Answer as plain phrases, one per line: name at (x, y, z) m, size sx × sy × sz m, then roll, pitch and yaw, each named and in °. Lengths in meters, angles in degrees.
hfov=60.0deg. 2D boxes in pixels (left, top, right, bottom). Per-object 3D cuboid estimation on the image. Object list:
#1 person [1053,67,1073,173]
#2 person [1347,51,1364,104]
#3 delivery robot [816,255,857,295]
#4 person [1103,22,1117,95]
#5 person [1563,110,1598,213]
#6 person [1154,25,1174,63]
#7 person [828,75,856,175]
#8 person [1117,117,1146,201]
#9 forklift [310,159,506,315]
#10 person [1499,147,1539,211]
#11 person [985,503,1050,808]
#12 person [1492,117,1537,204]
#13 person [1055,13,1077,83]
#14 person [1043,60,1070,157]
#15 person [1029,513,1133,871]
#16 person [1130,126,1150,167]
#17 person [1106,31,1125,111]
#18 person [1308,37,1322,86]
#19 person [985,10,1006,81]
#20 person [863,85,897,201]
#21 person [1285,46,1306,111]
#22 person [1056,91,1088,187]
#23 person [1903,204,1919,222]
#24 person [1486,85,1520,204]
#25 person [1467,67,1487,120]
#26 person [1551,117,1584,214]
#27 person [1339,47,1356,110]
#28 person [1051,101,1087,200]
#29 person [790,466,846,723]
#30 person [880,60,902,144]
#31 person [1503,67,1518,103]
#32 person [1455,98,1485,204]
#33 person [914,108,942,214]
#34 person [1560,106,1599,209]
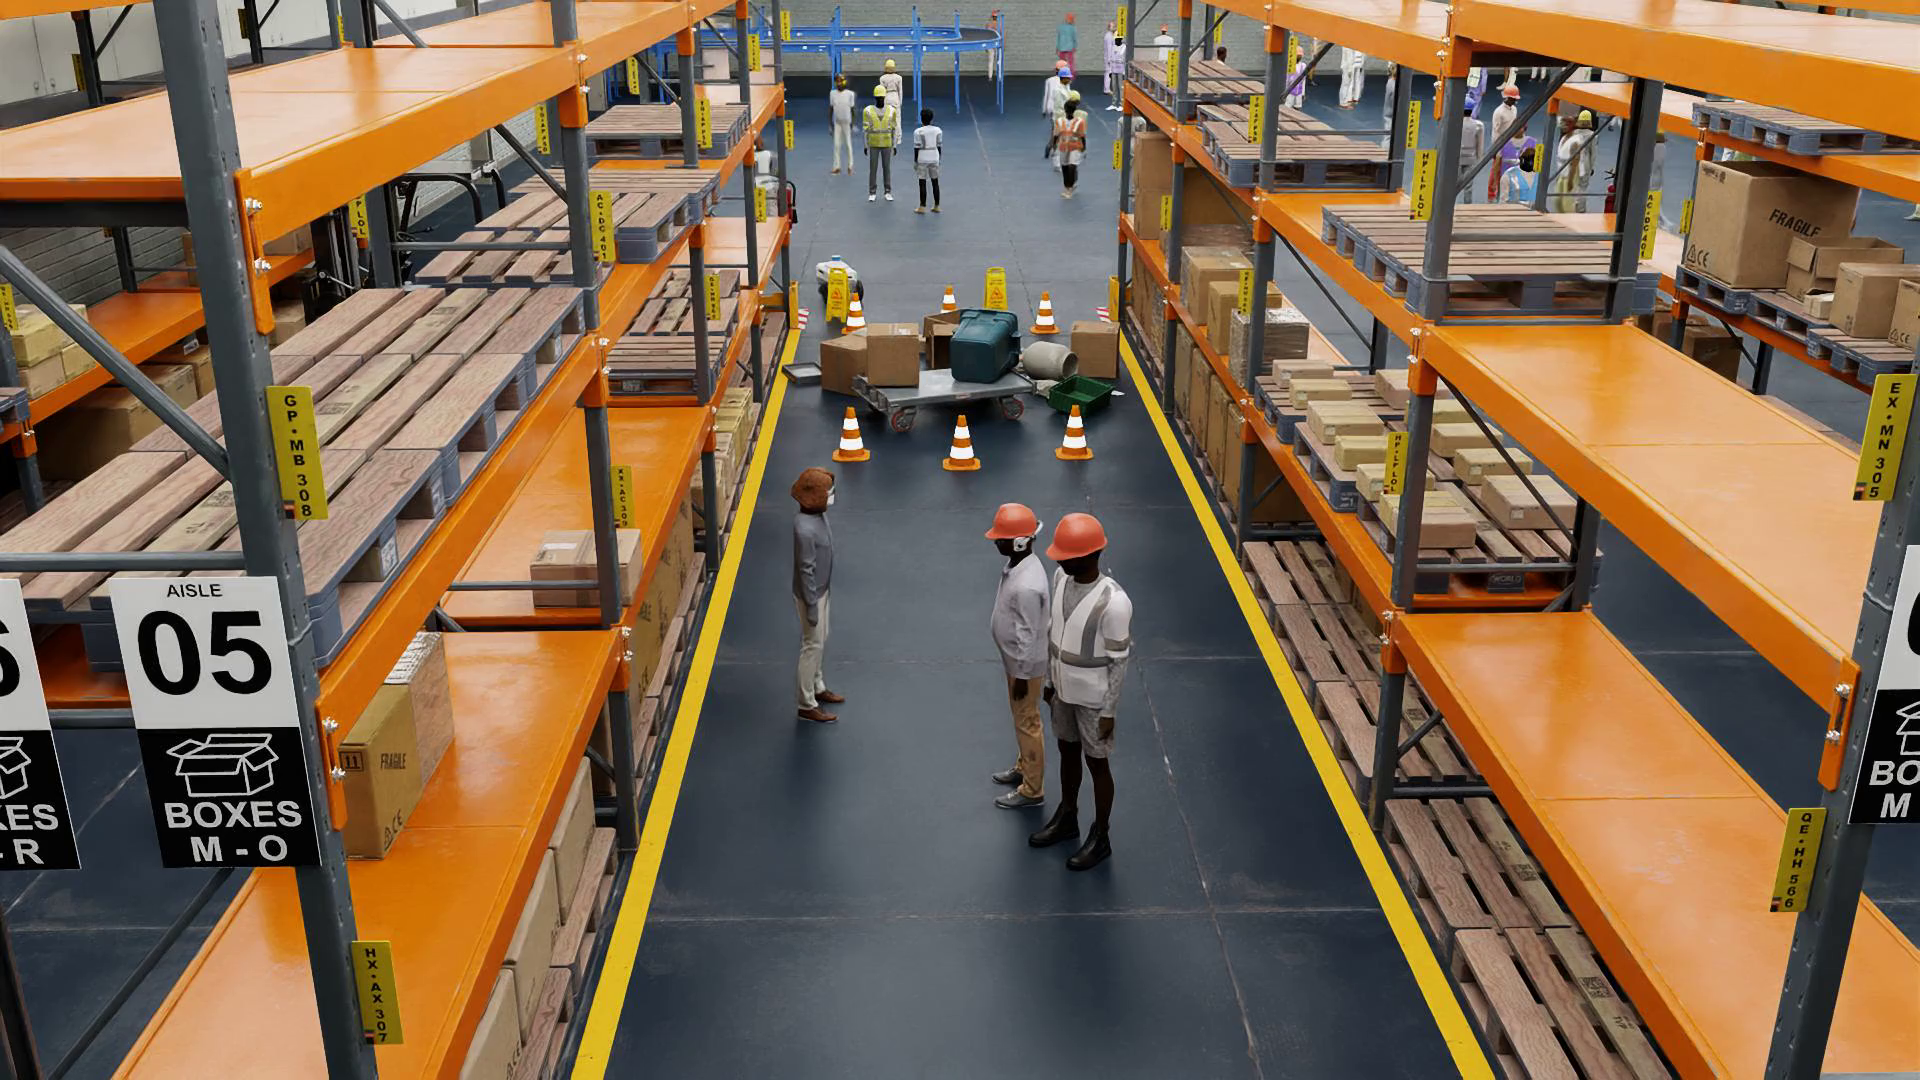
person at (1.948, -7.971, 31.551) m, size 0.392 × 1.946 × 0.616 m, roll 8°, pitch 22°, yaw 20°
person at (10.113, -12.161, 42.715) m, size 0.584 × 1.882 × 0.345 m, roll -11°, pitch 24°, yaw -28°
delivery robot at (-1.582, -3.390, 21.251) m, size 0.477 × 0.478 × 0.707 m, roll -9°, pitch 22°, yaw -22°
person at (4.077, -12.995, 44.889) m, size 0.402 × 1.906 × 0.652 m, roll 1°, pitch 21°, yaw 3°
person at (9.863, -5.945, 26.484) m, size 0.484 × 1.743 × 0.303 m, roll 11°, pitch 23°, yaw 27°
person at (5.629, -13.364, 46.075) m, size 0.561 × 1.752 × 0.324 m, roll 1°, pitch 21°, yaw 3°
person at (-2.218, -7.788, 31.232) m, size 0.503 × 1.838 × 0.573 m, roll 5°, pitch 21°, yaw 12°
person at (2.928, -6.668, 28.410) m, size 0.488 × 1.731 × 0.325 m, roll 5°, pitch 21°, yaw 13°
forklift at (-5.622, -2.910, 17.832) m, size 2.313 × 2.155 × 1.214 m, roll -1°, pitch 21°, yaw -1°
person at (7.313, -4.181, 21.681) m, size 0.625 × 1.846 × 0.429 m, roll -4°, pitch 21°, yaw -10°
person at (0.308, 0.627, 9.117) m, size 0.355 × 1.744 × 0.557 m, roll -2°, pitch 21°, yaw -6°
person at (8.269, -5.390, 24.875) m, size 0.575 × 1.841 × 0.375 m, roll 4°, pitch 21°, yaw 10°
person at (3.061, -14.164, 47.925) m, size 0.649 × 1.950 × 0.468 m, roll 11°, pitch 23°, yaw 27°
person at (1.907, -8.698, 33.563) m, size 0.588 × 1.898 × 0.870 m, roll 14°, pitch 25°, yaw 33°
person at (0.606, 0.766, 8.485) m, size 0.374 × 1.929 × 0.542 m, roll -15°, pitch 25°, yaw -34°
person at (3.453, -7.932, 31.664) m, size 0.564 × 1.785 × 1.005 m, roll -1°, pitch 21°, yaw -3°
person at (3.927, -11.658, 41.324) m, size 0.365 × 1.928 × 0.586 m, roll -18°, pitch 27°, yaw -39°
person at (10.133, -13.883, 47.198) m, size 0.377 × 1.932 × 0.552 m, roll 6°, pitch 22°, yaw 15°
person at (1.029, -14.451, 48.615) m, size 0.612 × 1.995 × 0.382 m, roll 3°, pitch 21°, yaw 7°
person at (-1.360, -6.765, 28.389) m, size 0.591 × 1.930 × 0.357 m, roll -3°, pitch 21°, yaw -8°
person at (7.327, -9.815, 36.434) m, size 0.545 × 1.943 × 0.347 m, roll -7°, pitch 22°, yaw -19°
person at (1.985, -7.064, 29.472) m, size 0.536 × 1.722 × 0.904 m, roll 0°, pitch 21°, yaw 1°
person at (15.482, -6.010, 26.510) m, size 0.566 × 1.846 × 0.387 m, roll -13°, pitch 24°, yaw -31°
person at (9.158, -6.644, 28.008) m, size 0.619 × 1.981 × 0.408 m, roll -19°, pitch 28°, yaw -40°
person at (11.665, -10.218, 37.557) m, size 0.413 × 1.906 × 0.599 m, roll -8°, pitch 22°, yaw -20°
person at (9.203, -5.500, 25.220) m, size 0.454 × 1.817 × 0.579 m, roll 0°, pitch 21°, yaw -1°
person at (9.708, -11.757, 41.581) m, size 0.373 × 1.935 × 0.628 m, roll 1°, pitch 21°, yaw 3°
person at (1.867, -6.678, 28.524) m, size 0.634 × 1.653 × 0.652 m, roll 9°, pitch 23°, yaw 23°
person at (-0.876, 0.325, 10.078) m, size 0.283 × 1.624 × 0.509 m, roll 1°, pitch 21°, yaw 4°
person at (-1.467, -9.326, 35.430) m, size 0.484 × 1.735 × 0.311 m, roll -3°, pitch 21°, yaw -9°
person at (14.360, -12.281, 43.058) m, size 0.311 × 1.865 × 0.532 m, roll 1°, pitch 21°, yaw 2°
person at (7.955, -6.001, 26.344) m, size 0.609 × 1.948 × 0.389 m, roll 0°, pitch 21°, yaw 0°
person at (-0.527, -6.197, 27.223) m, size 0.536 × 1.691 × 0.318 m, roll -13°, pitch 24°, yaw -30°
person at (10.286, -6.515, 27.638) m, size 0.622 × 1.993 × 0.381 m, roll 18°, pitch 27°, yaw 40°
